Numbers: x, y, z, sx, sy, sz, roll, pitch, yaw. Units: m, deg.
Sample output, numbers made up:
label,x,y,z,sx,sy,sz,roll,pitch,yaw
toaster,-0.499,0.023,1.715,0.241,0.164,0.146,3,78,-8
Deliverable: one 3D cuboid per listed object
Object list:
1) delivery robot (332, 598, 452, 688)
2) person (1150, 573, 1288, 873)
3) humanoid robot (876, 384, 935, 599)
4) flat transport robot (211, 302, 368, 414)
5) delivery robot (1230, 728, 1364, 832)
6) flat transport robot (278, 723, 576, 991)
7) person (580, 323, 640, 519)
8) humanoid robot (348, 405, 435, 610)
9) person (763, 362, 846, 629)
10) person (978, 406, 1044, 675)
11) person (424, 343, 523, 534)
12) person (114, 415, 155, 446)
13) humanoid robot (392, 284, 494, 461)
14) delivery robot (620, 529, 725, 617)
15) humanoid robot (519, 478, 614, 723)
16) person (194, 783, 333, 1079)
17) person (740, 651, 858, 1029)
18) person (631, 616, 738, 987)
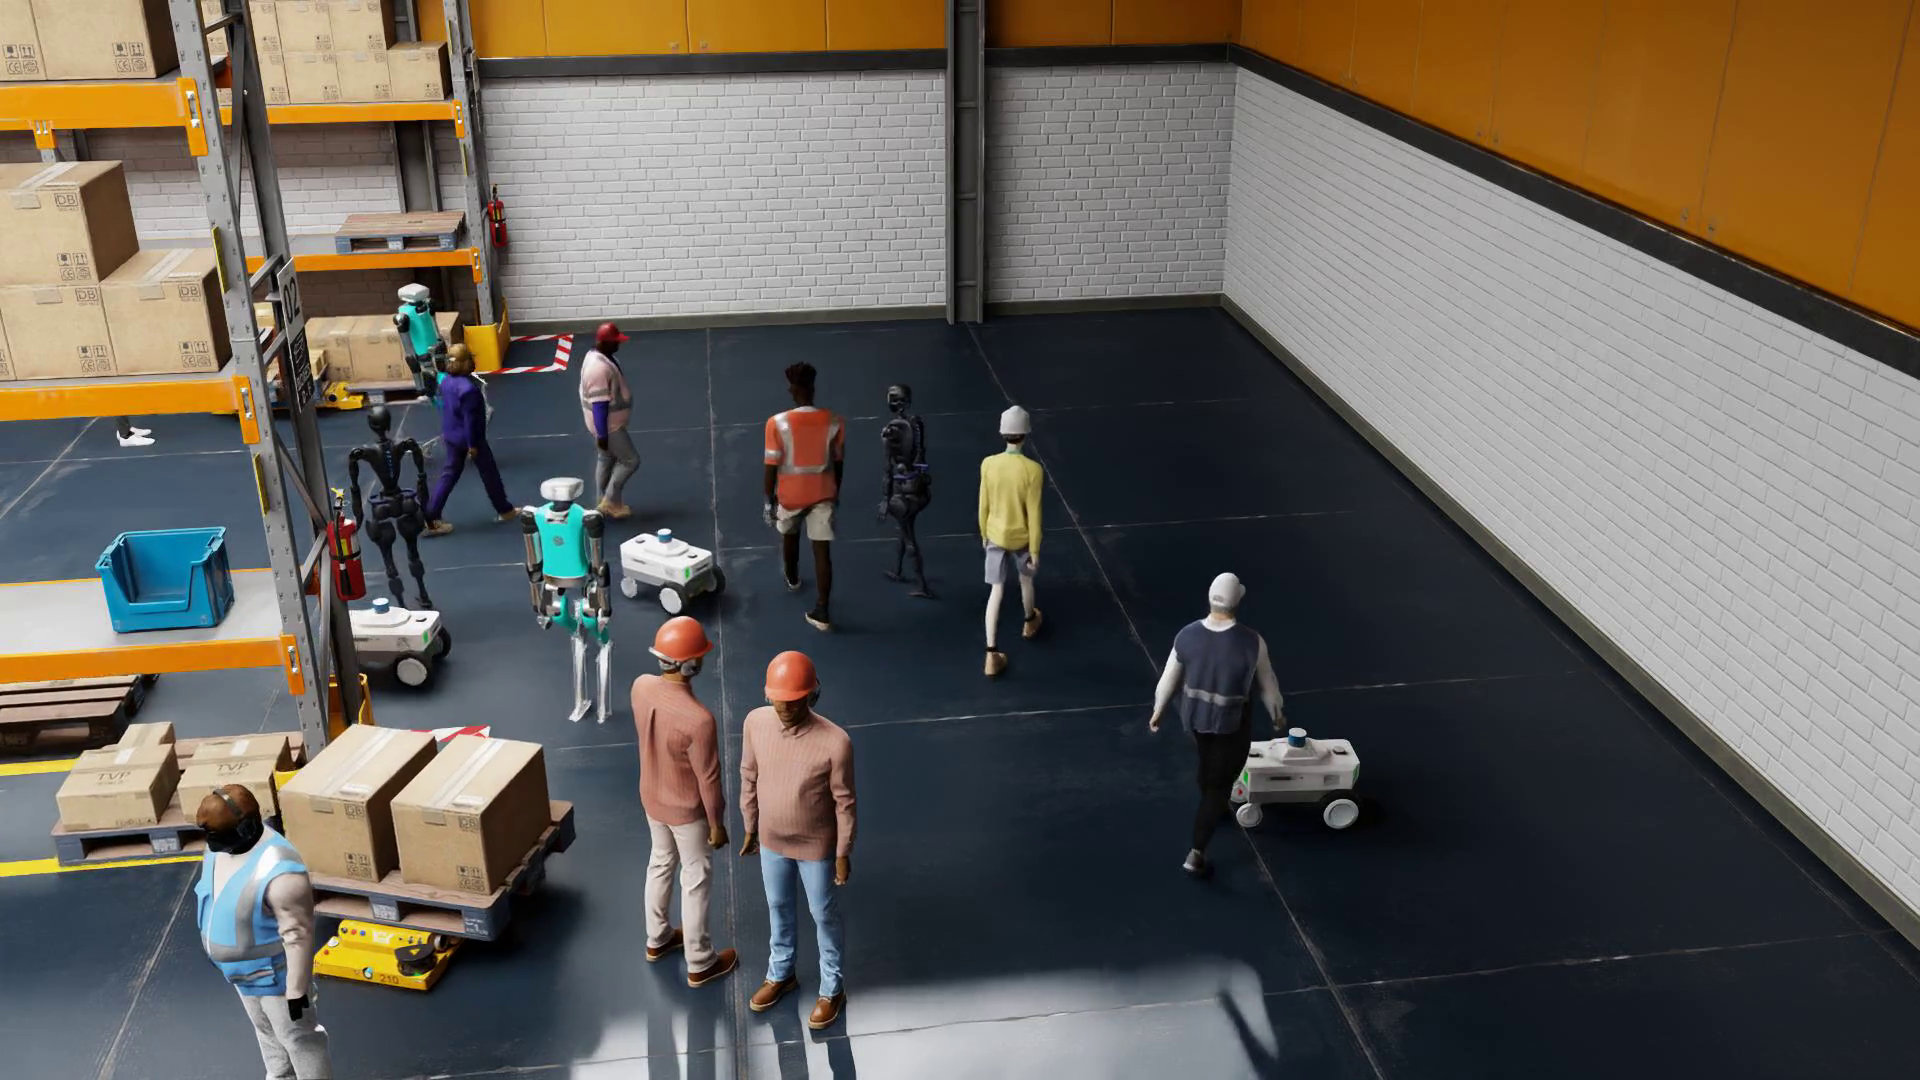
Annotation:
label,x,y,z,sx,sy,sz,roll,pitch,yaw
delivery robot,-3.944,0.687,11.468,0.790,0.589,0.499,0,24,0
person,1.423,0.997,9.317,0.710,1.717,0.849,14,27,29
humanoid robot,-0.412,-0.372,12.514,0.532,1.633,0.616,13,27,27
flat transport robot,-6.723,-1.479,16.765,1.431,0.231,0.659,-3,24,-8
delivery robot,2.006,1.405,9.864,0.803,0.614,0.499,-1,24,-3
flat transport robot,-2.847,1.900,9.069,0.659,0.231,1.431,5,24,12
person,-2.892,-0.960,13.767,0.459,1.726,0.738,-3,24,-8
humanoid robot,-4.127,-0.190,12.079,0.586,1.654,0.334,-16,28,-32
person,-1.146,-0.364,12.190,0.635,1.894,1.014,-6,24,-12
person,0.352,-0.035,11.543,0.491,1.829,0.996,7,25,15
person,-4.106,-0.838,13.669,0.853,1.581,0.464,-22,32,-40
person,-7.872,-1.796,15.492,0.328,1.876,0.508,-12,27,-26
humanoid robot,-4.565,-1.415,14.782,1.027,1.718,0.573,6,25,14
delivery robot,-2.193,0.218,12.555,0.794,0.603,0.499,14,27,29
humanoid robot,-2.445,0.370,10.735,0.544,1.790,0.705,2,24,5
person,-3.025,1.853,7.228,0.619,1.838,0.431,19,30,36
person,-0.786,1.427,7.997,0.620,1.996,0.373,11,26,23
person,-1.370,1.294,8.326,0.613,1.984,0.416,20,31,38
